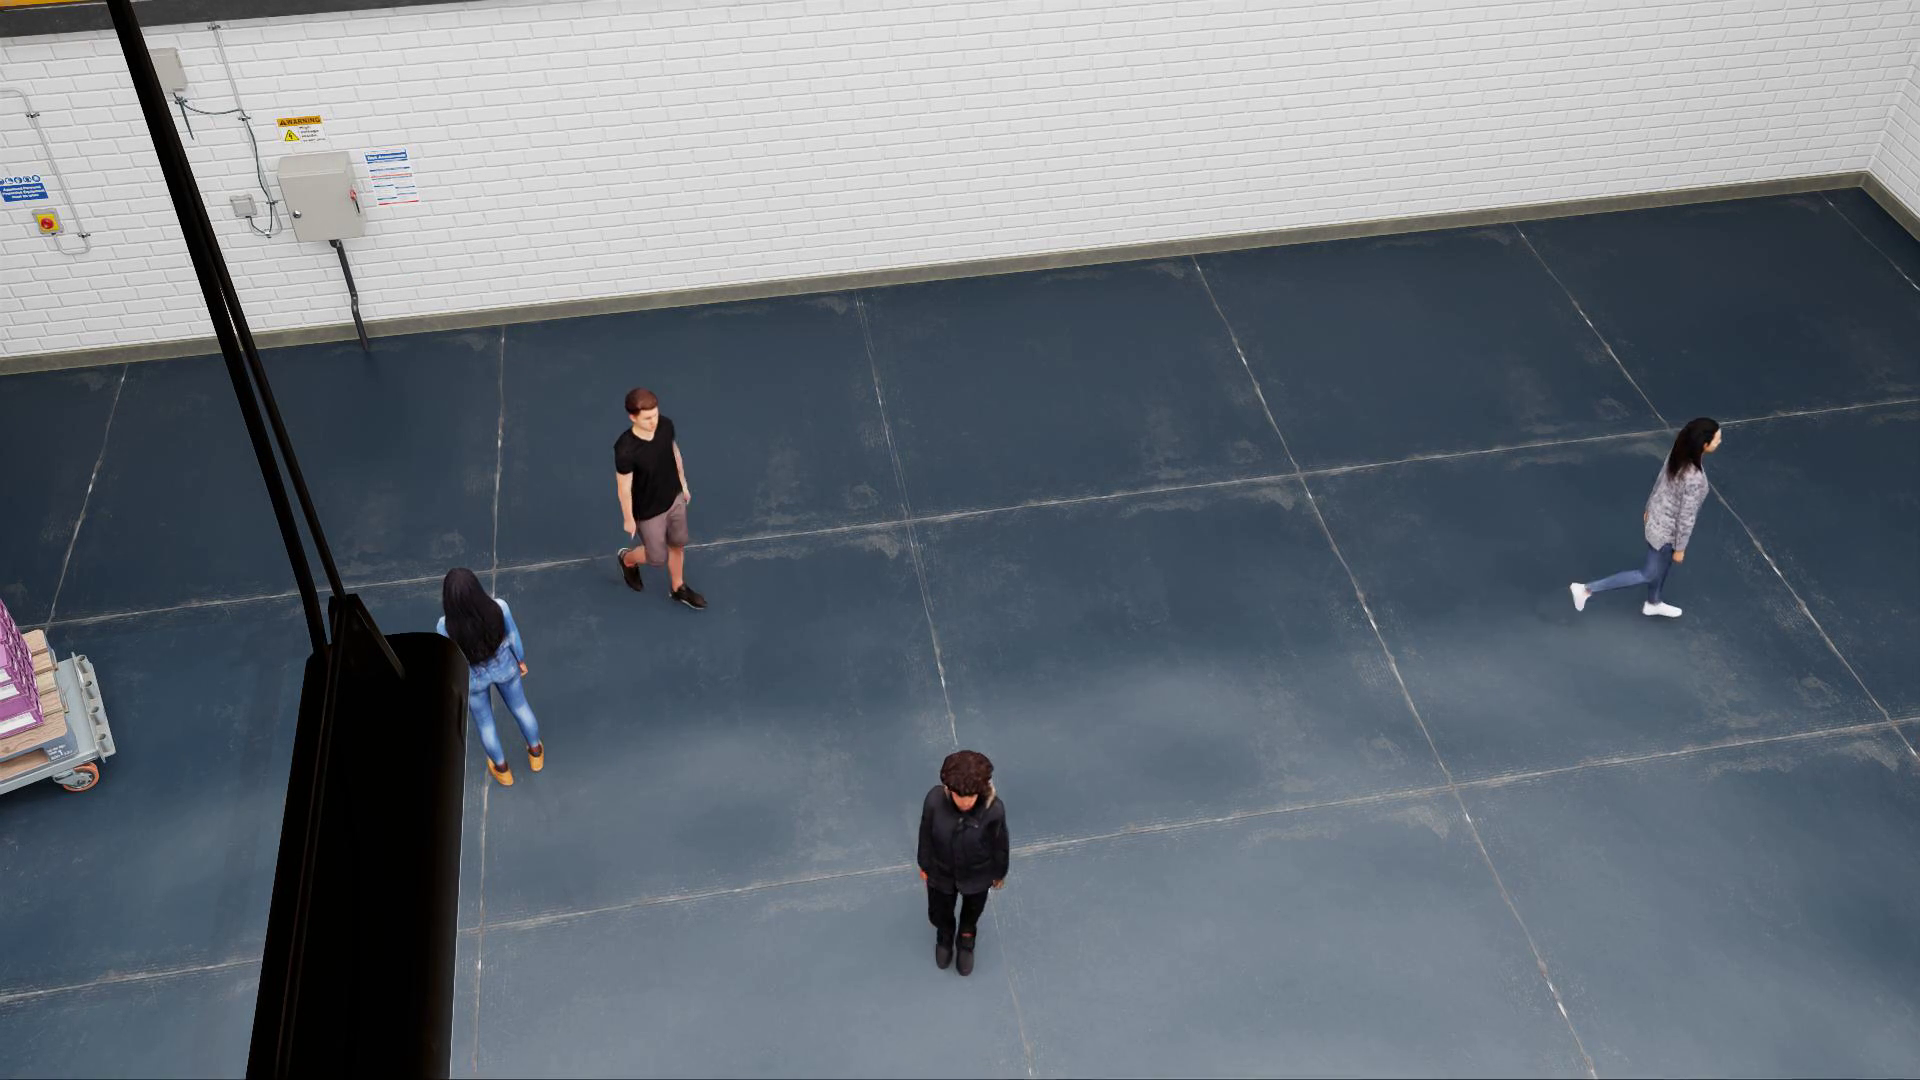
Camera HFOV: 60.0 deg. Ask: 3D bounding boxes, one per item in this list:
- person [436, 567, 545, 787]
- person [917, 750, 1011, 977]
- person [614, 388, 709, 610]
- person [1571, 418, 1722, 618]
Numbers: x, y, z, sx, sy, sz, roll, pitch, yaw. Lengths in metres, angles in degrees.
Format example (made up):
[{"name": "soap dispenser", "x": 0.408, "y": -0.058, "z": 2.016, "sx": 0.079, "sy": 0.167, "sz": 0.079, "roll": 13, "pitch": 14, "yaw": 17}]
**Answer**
[{"name": "person", "x": -2.808, "y": 0.811, "z": 9.918, "sx": 0.678, "sy": 1.712, "sz": 0.649, "roll": -22, "pitch": 48, "yaw": -22}, {"name": "person", "x": 0.005, "y": 1.675, "z": 8.973, "sx": 0.693, "sy": 1.764, "sz": 0.633, "roll": 1, "pitch": 44, "yaw": 2}, {"name": "person", "x": -2.066, "y": -0.296, "z": 10.980, "sx": 1.035, "sy": 1.849, "sz": 0.975, "roll": 26, "pitch": 49, "yaw": 24}, {"name": "person", "x": 4.534, "y": -0.090, "z": 10.864, "sx": 0.883, "sy": 1.711, "sz": 1.066, "roll": 3, "pitch": 44, "yaw": 4}]
